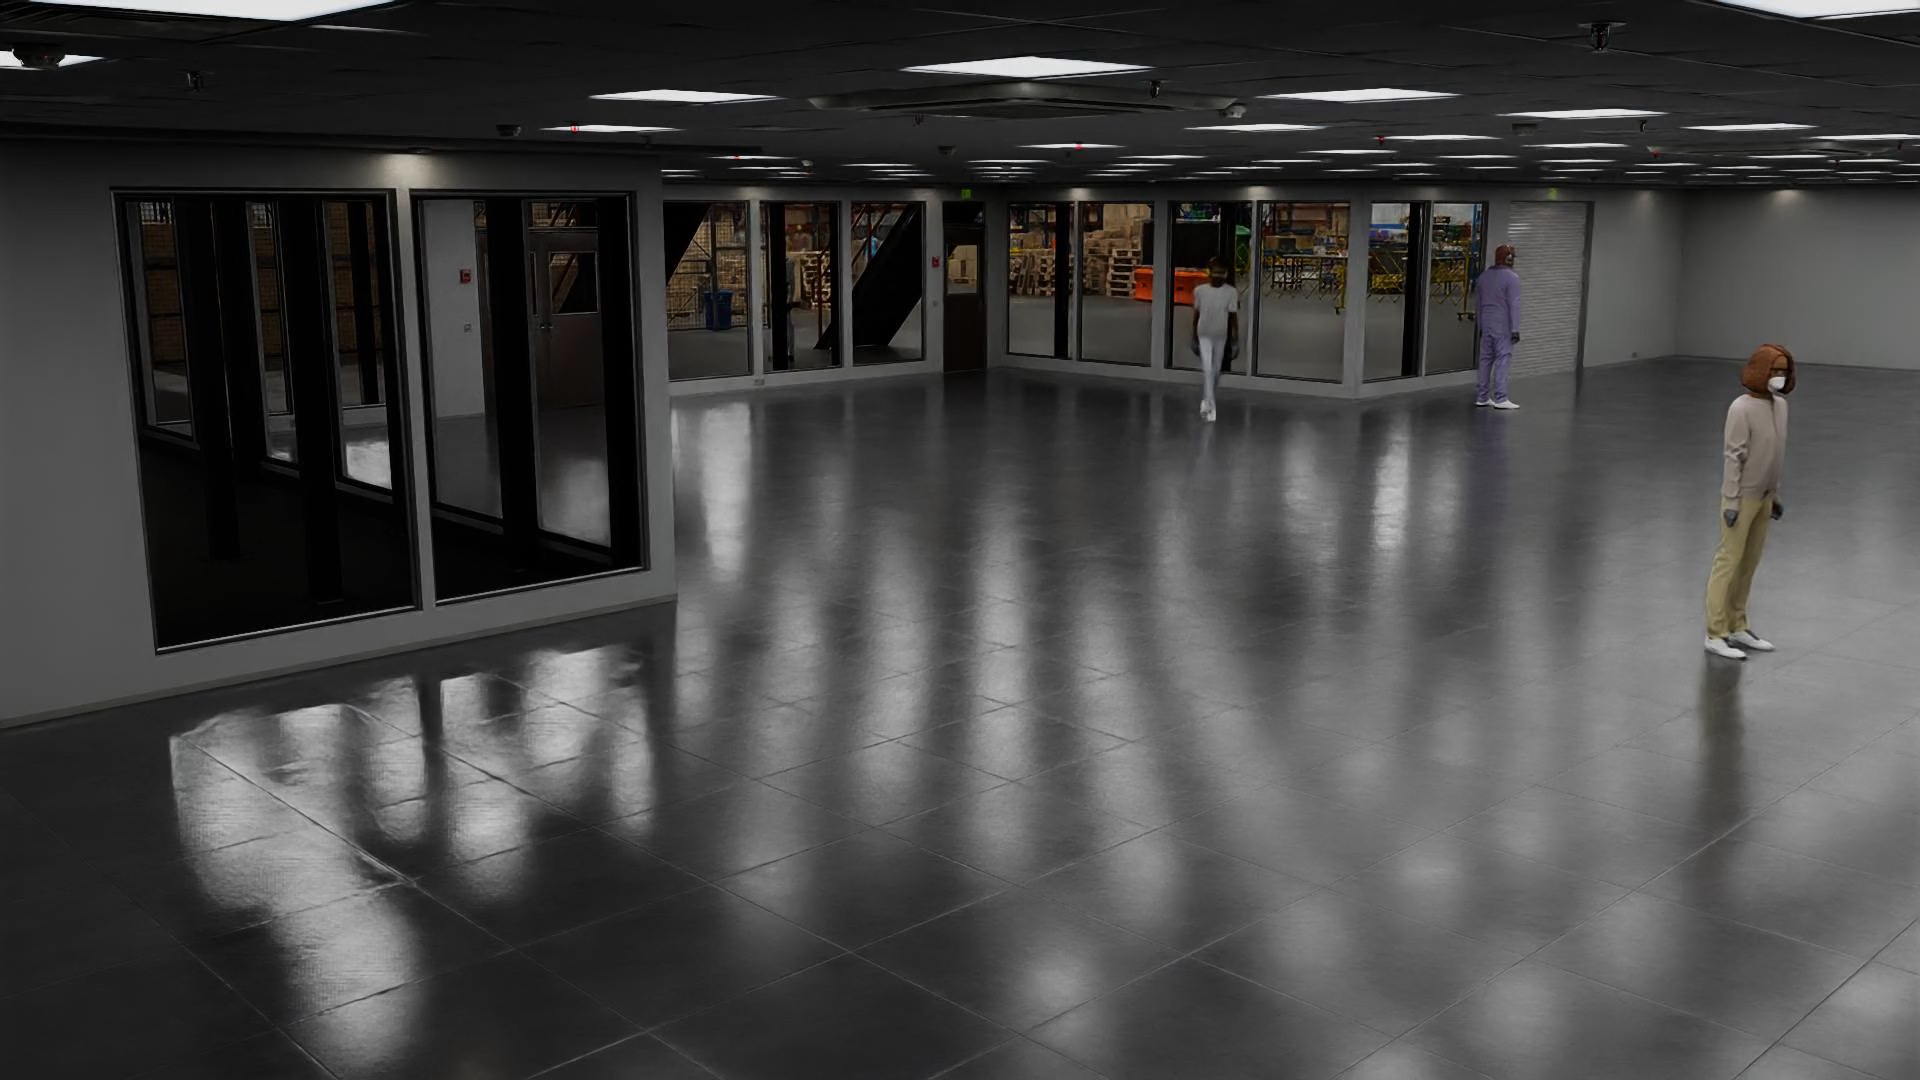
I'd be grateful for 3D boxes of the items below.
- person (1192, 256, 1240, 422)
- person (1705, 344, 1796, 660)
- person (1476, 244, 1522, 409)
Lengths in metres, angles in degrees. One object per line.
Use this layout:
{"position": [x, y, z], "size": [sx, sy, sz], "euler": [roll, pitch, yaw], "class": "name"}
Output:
{"position": [2.839, -2.249, 18.503], "size": [0.534, 1.821, 0.841], "euler": [1, 11, 3], "class": "person"}
{"position": [4.142, -0.206, 8.687], "size": [0.501, 1.631, 0.286], "euler": [-8, 14, -36], "class": "person"}
{"position": [6.314, -2.486, 19.416], "size": [0.405, 1.906, 0.653], "euler": [-5, 12, -24], "class": "person"}
